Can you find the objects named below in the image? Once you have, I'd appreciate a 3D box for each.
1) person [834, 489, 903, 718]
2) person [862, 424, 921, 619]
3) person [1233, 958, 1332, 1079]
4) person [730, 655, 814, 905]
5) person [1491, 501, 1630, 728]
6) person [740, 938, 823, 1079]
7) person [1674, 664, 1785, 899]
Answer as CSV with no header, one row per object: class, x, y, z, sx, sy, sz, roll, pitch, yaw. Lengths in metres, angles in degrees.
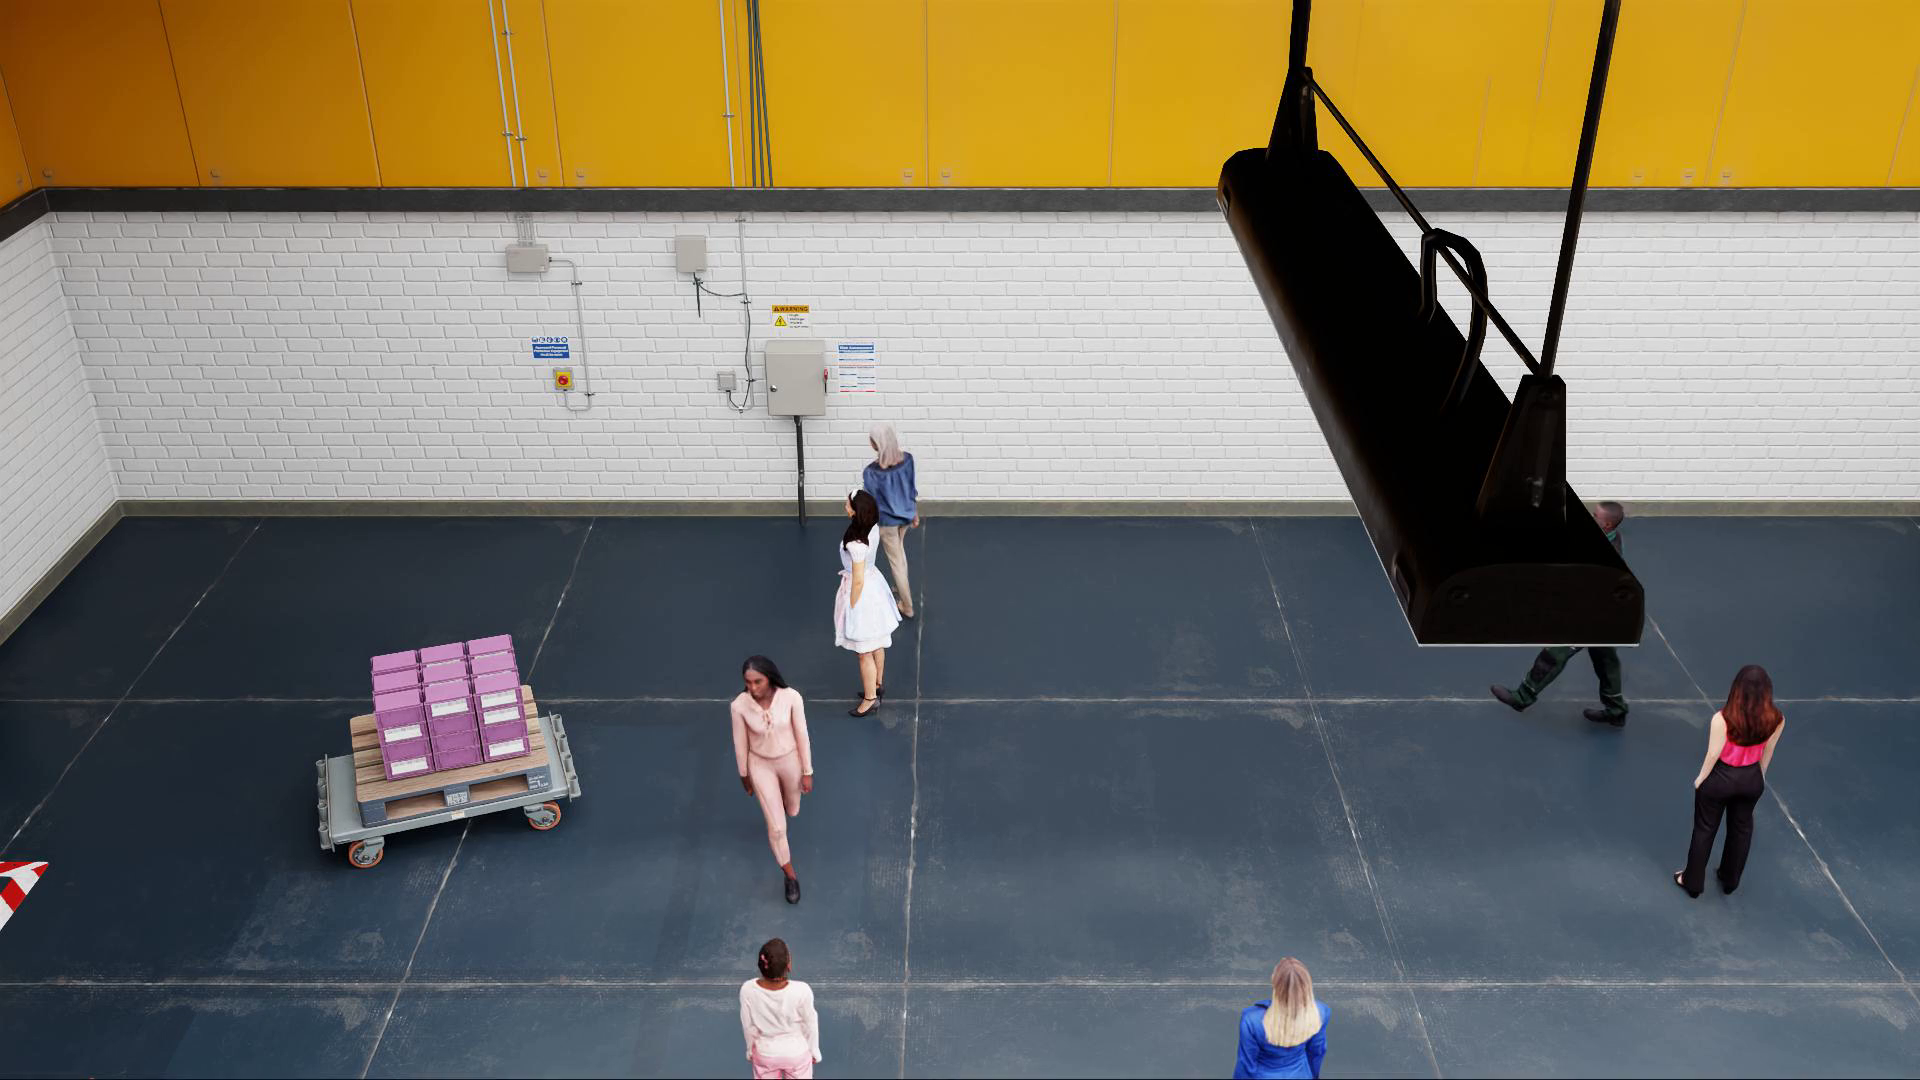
person,-0.694,0.455,12.006,0.832,1.817,0.744,7,29,12
person,-0.478,-0.114,13.197,0.782,1.676,0.834,-19,34,-30
person,1.527,2.683,8.044,0.666,1.701,0.632,-7,29,-12
person,-1.153,1.401,10.401,0.774,1.693,1.116,-6,29,-11
person,4.589,0.576,11.826,1.075,1.778,1.230,12,31,21
person,-0.908,2.592,8.478,0.548,1.444,0.500,2,29,3
person,4.760,1.490,10.274,0.589,1.660,0.519,-1,29,-3
